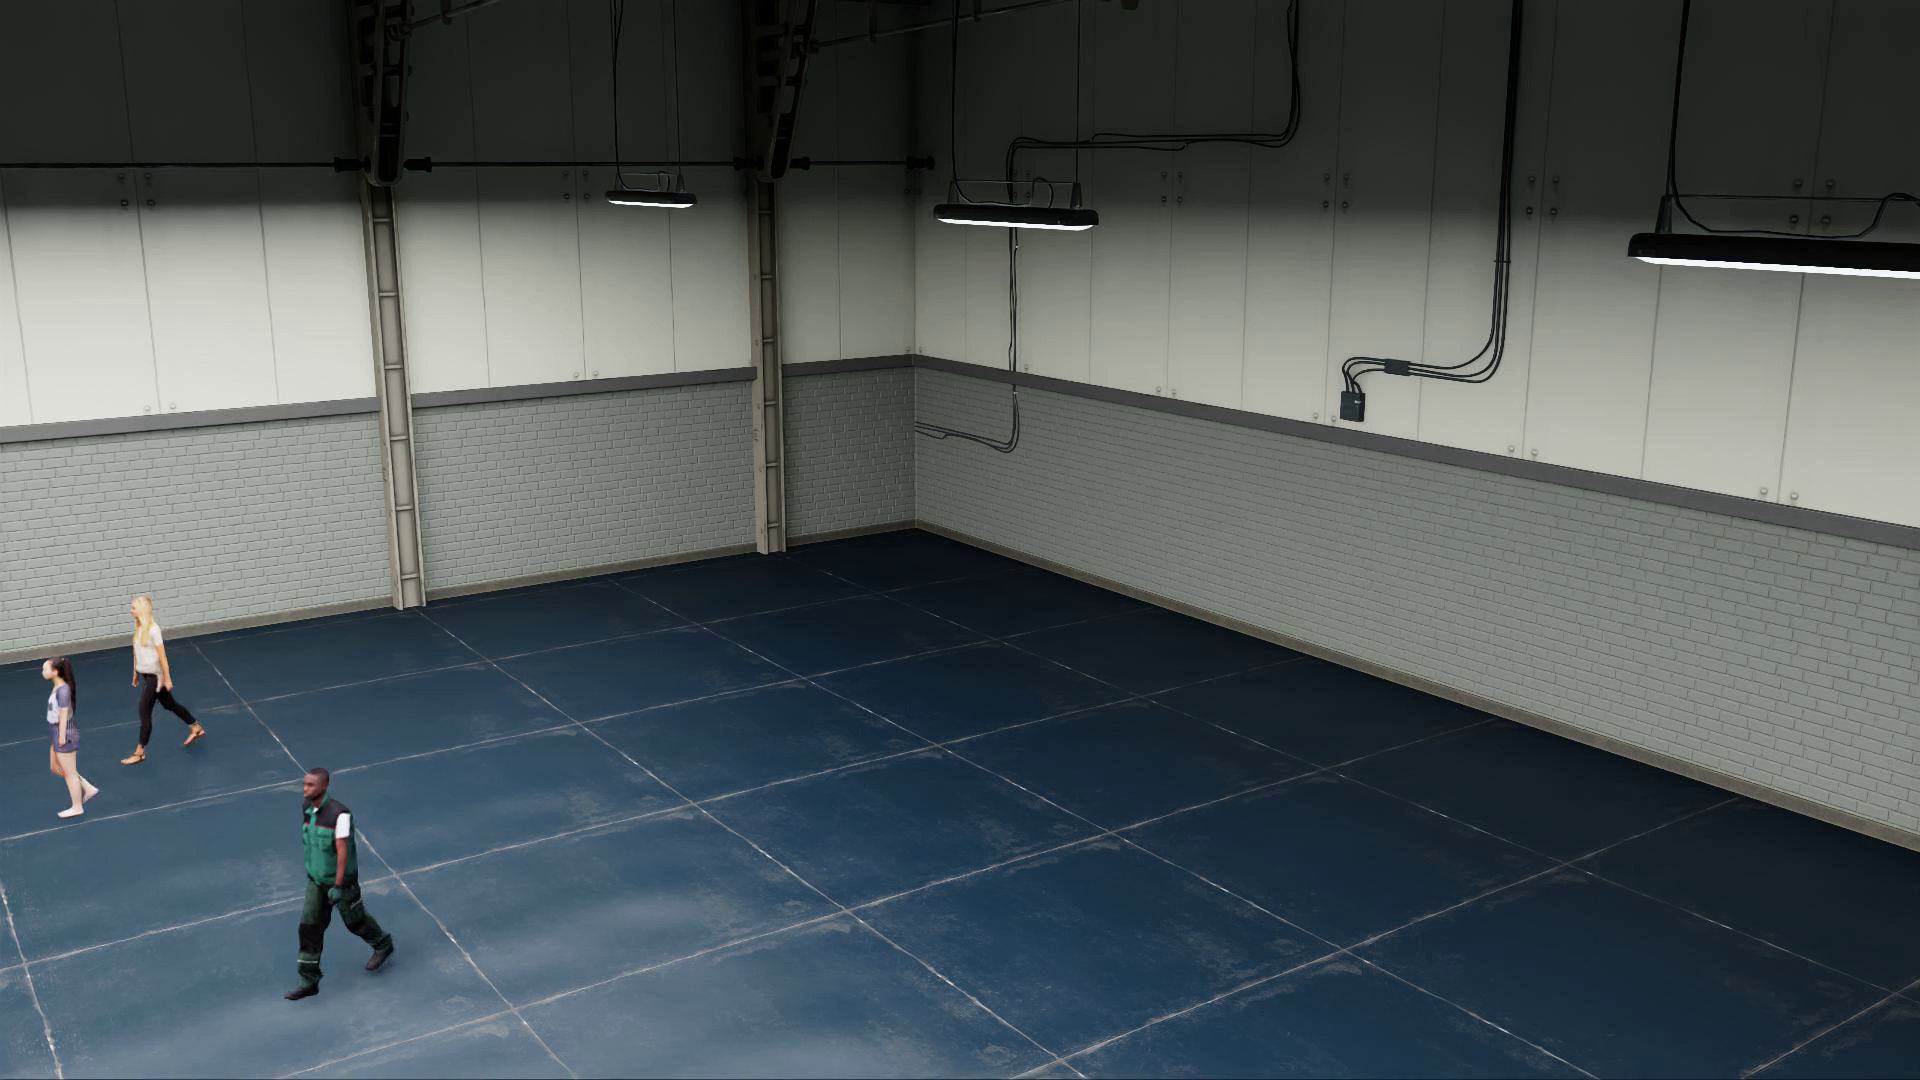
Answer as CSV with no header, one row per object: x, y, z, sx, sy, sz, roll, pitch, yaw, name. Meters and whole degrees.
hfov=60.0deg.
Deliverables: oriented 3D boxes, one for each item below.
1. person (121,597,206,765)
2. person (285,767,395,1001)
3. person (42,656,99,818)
-8.662,1.491,18.093,0.856,1.779,1.252,11,17,39,person
-4.844,2.644,13.074,1.053,1.797,1.319,7,15,29,person
-8.781,1.933,16.490,0.645,1.642,0.632,-7,15,-27,person
